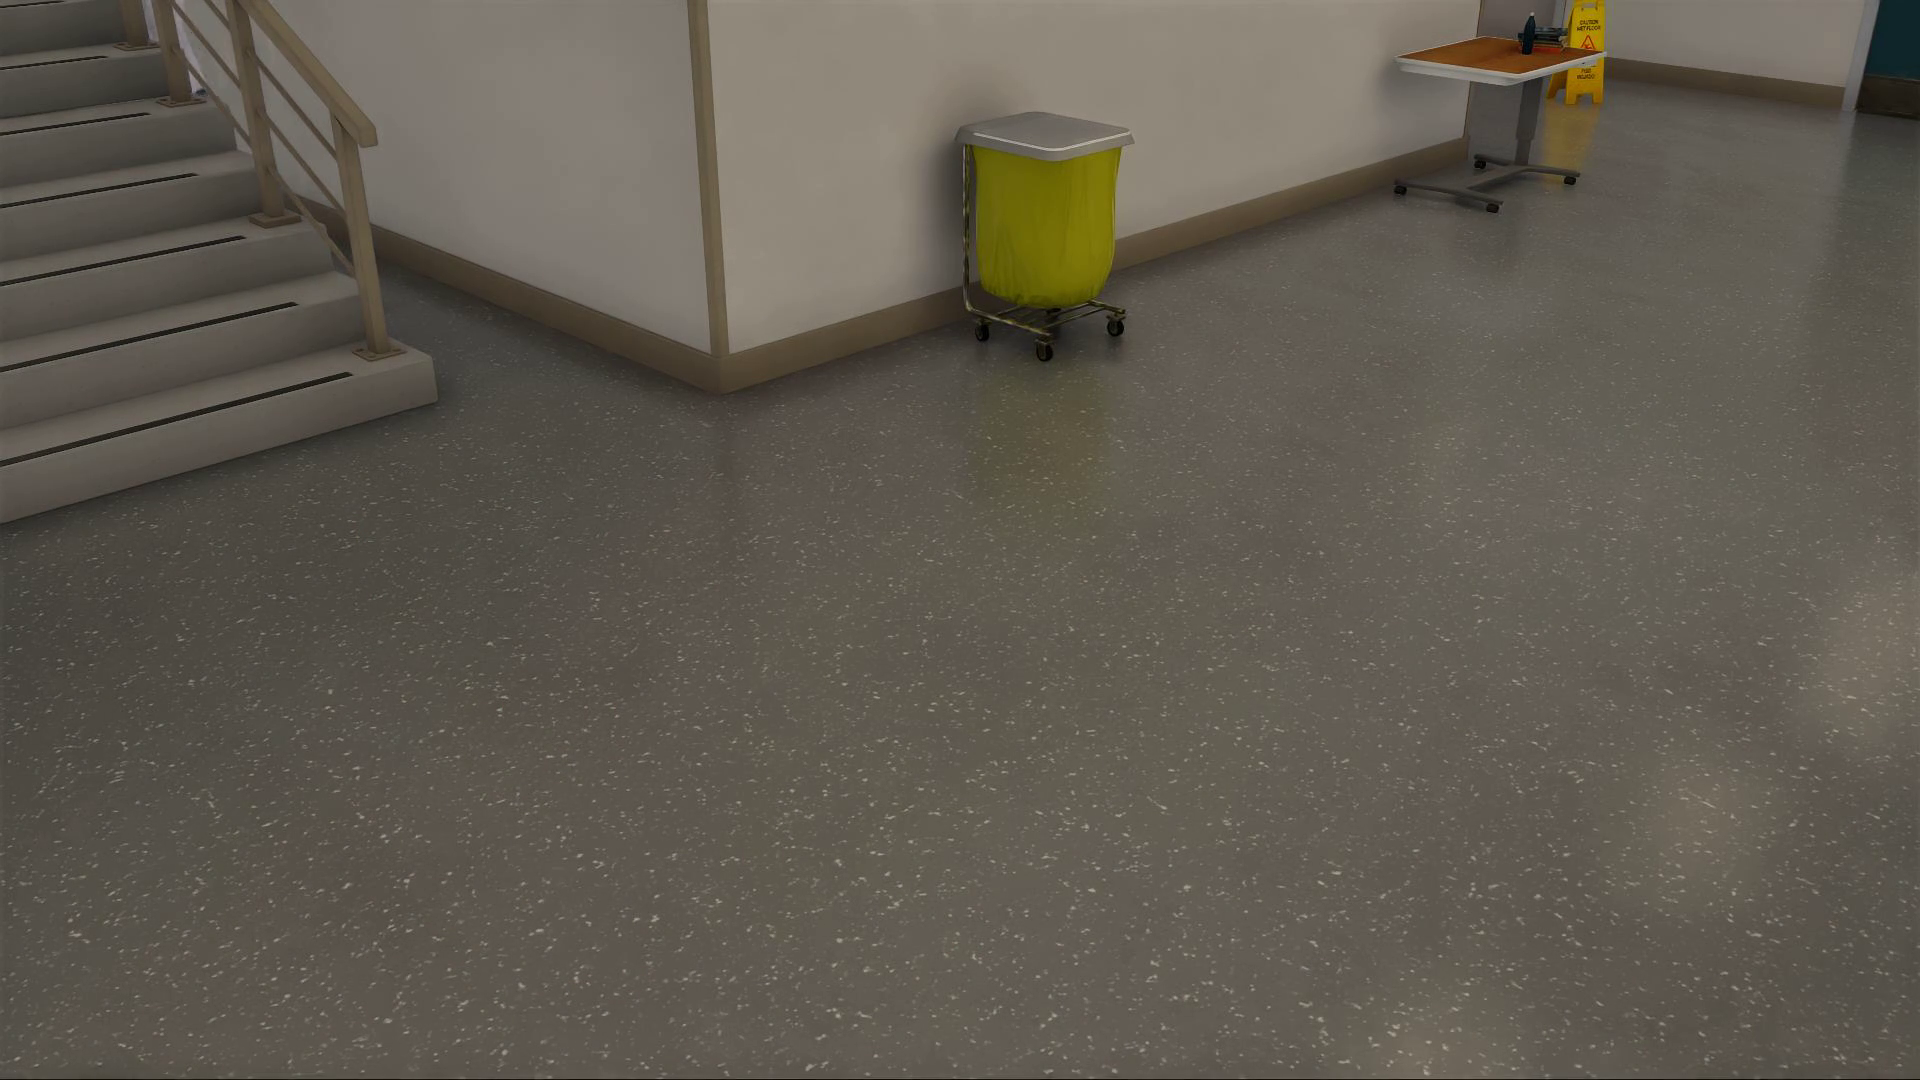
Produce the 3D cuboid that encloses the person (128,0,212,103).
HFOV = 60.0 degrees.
[{"bbox_3d":[-3.986,-2.321,8.532,1.244,1.753,1.007,10,28,20],"label":"person"}]
